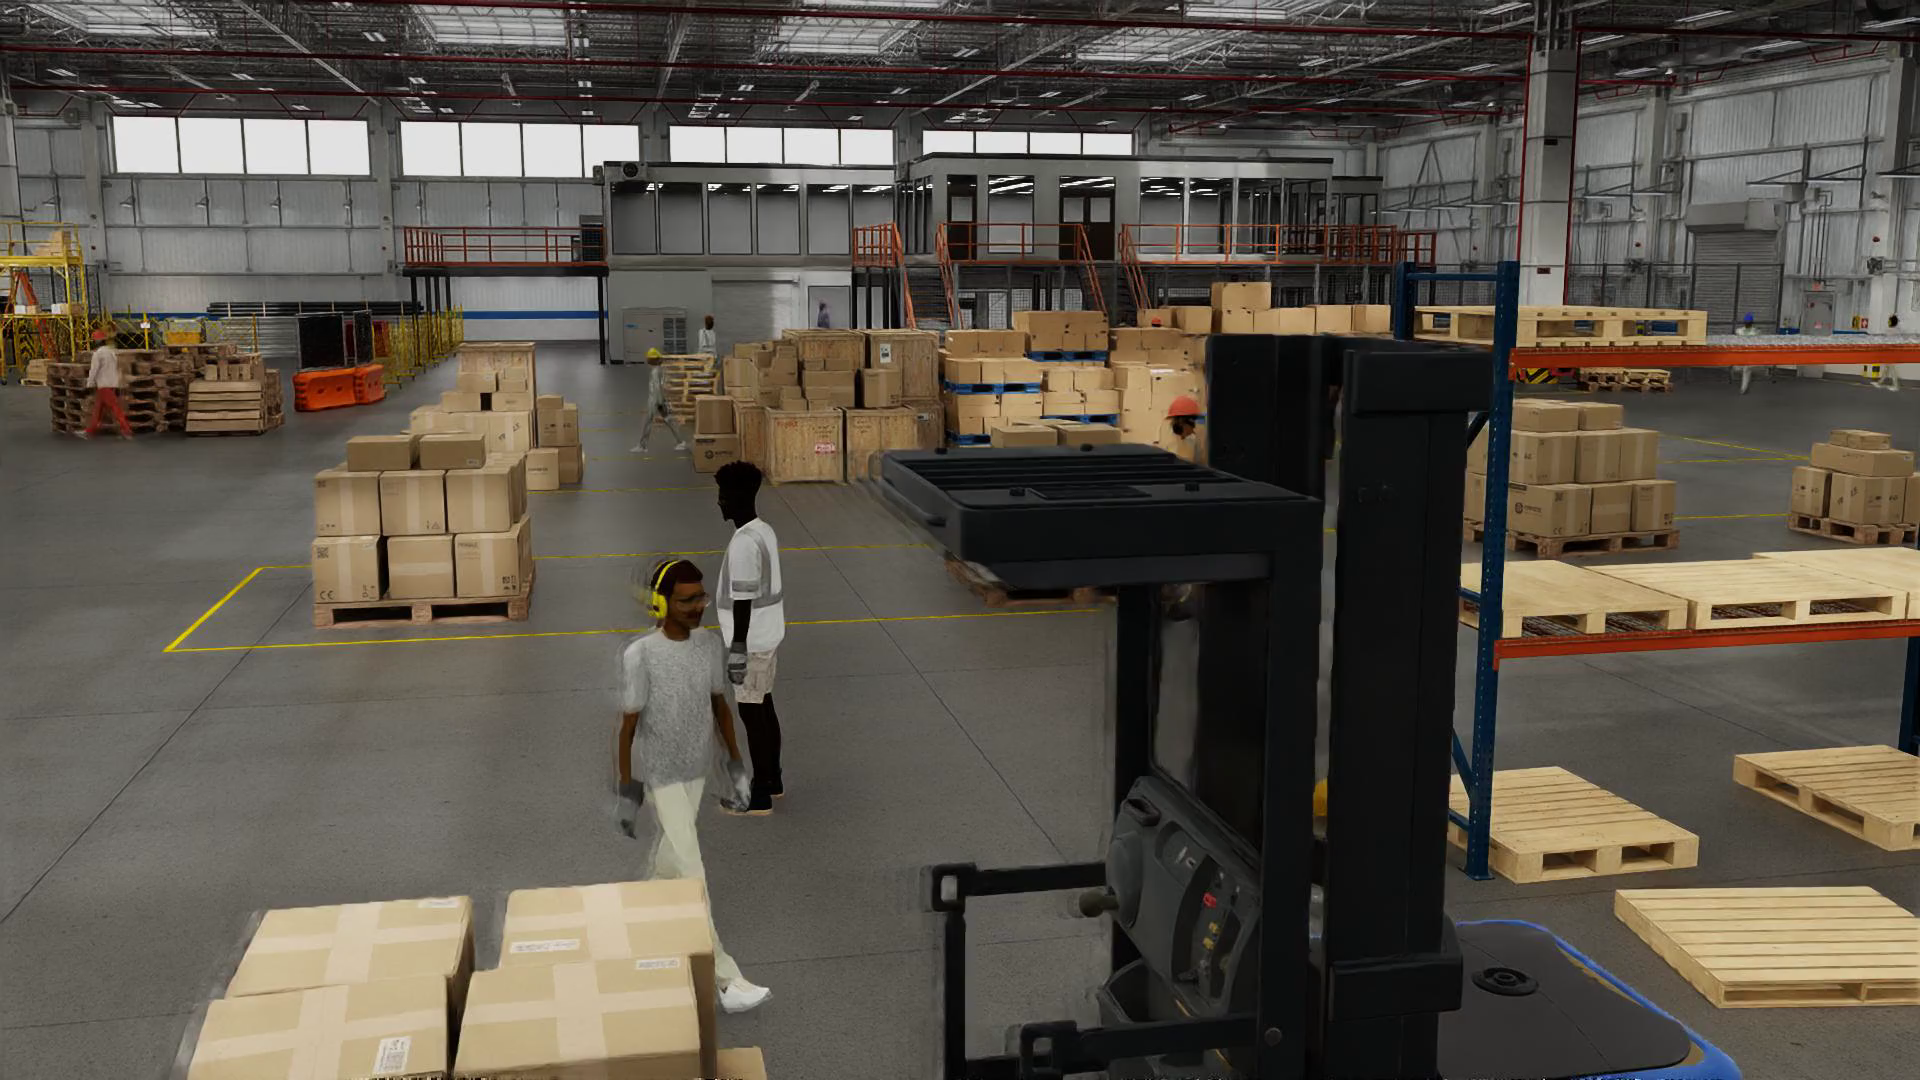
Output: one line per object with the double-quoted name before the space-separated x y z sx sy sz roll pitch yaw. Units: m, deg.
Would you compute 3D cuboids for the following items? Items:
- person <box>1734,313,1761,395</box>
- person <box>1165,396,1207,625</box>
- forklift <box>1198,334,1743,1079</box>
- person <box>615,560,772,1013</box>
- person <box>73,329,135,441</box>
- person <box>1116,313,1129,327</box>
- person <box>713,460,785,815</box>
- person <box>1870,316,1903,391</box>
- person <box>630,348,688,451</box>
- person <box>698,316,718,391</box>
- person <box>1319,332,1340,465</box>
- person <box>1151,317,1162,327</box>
"person" 18.575 -4.387 39.253 0.557 1.926 0.623 -7 12 -37
"person" 1.919 -0.253 14.051 0.397 1.934 0.551 4 10 21
"forklift" 0.914 0.884 4.233 1.873 2.768 1.129 -2 10 -12
"person" -1.047 0.994 6.745 0.913 1.830 0.554 7 11 35
"person" -14.812 -2.657 28.699 1.063 1.935 0.615 -1 9 -6
"person" 4.203 -4.900 42.637 0.332 1.844 0.516 -9 13 -44
"person" -1.159 0.536 9.179 0.374 1.958 0.599 0 9 2
"person" 22.673 -4.556 40.616 0.551 1.817 0.961 -3 10 -16
"person" -4.913 -2.290 27.211 0.910 1.703 0.485 1 9 5
"person" -5.837 -4.265 38.683 0.452 1.868 0.602 4 10 25
"person" 5.507 -2.156 25.316 0.535 2.000 0.674 1 9 5
"person" 4.251 -3.881 36.149 0.552 1.934 0.364 6 11 32
